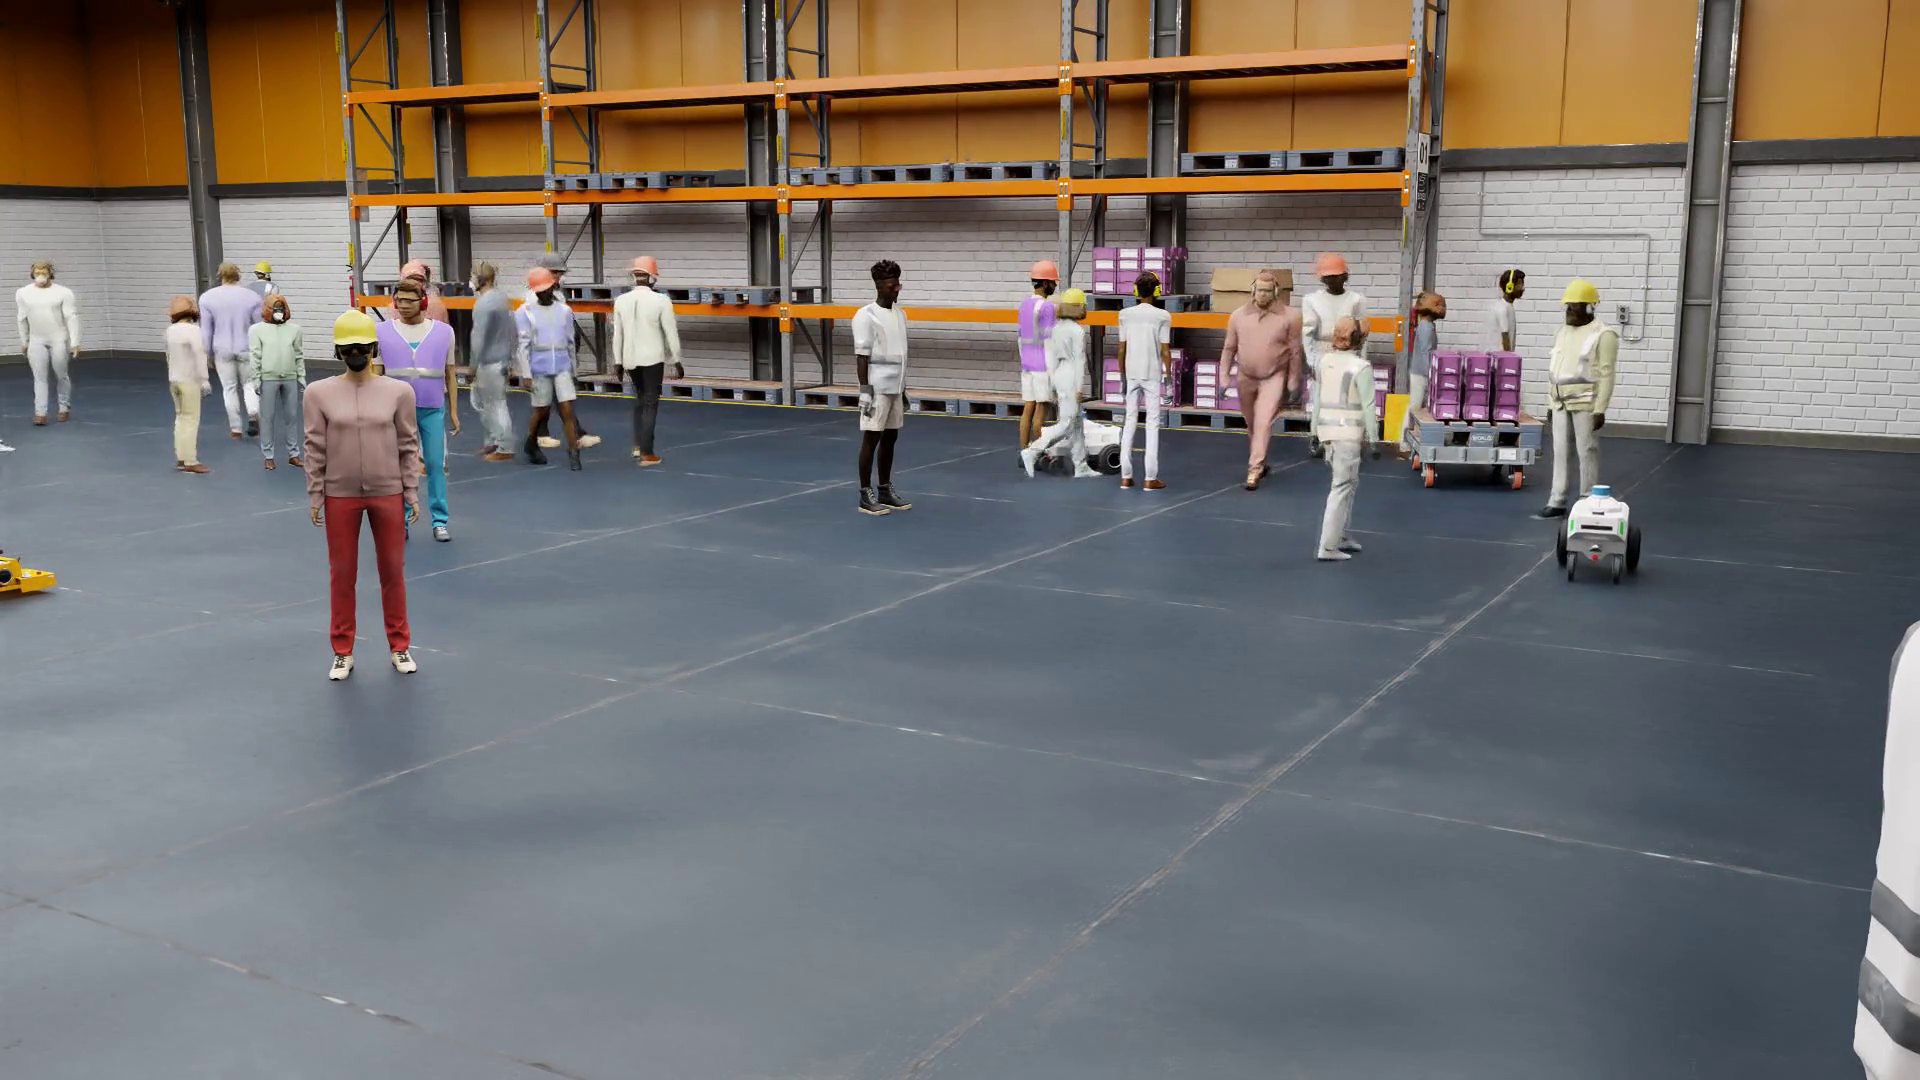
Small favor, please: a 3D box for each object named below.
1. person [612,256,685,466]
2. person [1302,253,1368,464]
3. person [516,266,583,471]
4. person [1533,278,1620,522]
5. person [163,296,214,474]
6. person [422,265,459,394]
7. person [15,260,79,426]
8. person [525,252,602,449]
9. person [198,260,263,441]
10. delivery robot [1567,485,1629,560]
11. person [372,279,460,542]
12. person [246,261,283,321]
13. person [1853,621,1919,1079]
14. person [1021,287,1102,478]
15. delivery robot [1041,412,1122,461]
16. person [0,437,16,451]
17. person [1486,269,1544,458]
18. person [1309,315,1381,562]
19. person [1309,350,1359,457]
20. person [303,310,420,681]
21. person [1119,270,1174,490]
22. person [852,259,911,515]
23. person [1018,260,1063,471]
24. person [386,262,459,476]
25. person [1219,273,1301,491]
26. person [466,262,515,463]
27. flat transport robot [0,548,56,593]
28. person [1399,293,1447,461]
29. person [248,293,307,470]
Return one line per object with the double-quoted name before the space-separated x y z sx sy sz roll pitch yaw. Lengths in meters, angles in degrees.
"person" -2.947 -1.703 15.845 0.641 1.971 0.644 5 11 24
"person" 3.494 -1.656 15.503 0.611 1.987 1.045 2 10 11
"person" -3.855 -1.598 15.501 0.564 1.901 0.820 -6 12 -30
"person" 4.588 -1.023 12.386 0.404 1.828 0.598 -5 11 -24
"person" -7.085 -1.417 15.242 0.560 1.617 0.364 6 12 31
"person" -7.420 -2.920 23.204 0.924 1.800 0.665 8 13 39
"person" -10.625 -2.294 19.393 0.652 1.903 0.855 -3 10 -16
"person" -4.036 -1.937 16.962 0.922 2.000 0.699 1 10 5
"person" -7.721 -2.002 17.685 0.628 1.926 0.477 -6 12 -31
"delivery robot" 4.039 -0.102 10.512 0.477 0.478 0.707 4 11 23
"person" -3.796 -0.894 11.618 0.572 1.840 0.373 -4 11 -20
"person" -10.823 -3.427 25.987 0.590 1.833 0.404 2 10 13
"person" 1.396 0.746 2.219 0.355 1.883 0.574 2 10 9
"person" 0.904 -1.380 14.744 0.770 1.712 0.490 -4 11 -23
"delivery robot" 1.106 -0.930 15.200 0.707 0.478 0.477 -3 11 -17
"person" -10.012 -1.755 16.810 0.797 1.742 0.530 0 10 1
"person" 5.334 -1.669 16.024 0.809 1.839 0.518 5 11 26
"person" 2.595 -0.666 10.961 0.605 1.614 0.539 -5 11 -25
"person" 3.671 -1.645 16.431 0.519 1.651 0.859 3 10 15
"person" -2.857 -0.214 7.983 0.525 1.769 0.310 -4 11 -22
"person" 1.582 -1.352 14.165 0.509 1.864 0.333 6 12 31
"person" -0.589 -1.185 12.916 0.363 1.963 0.612 6 12 32
"person" 0.757 -1.612 15.415 0.376 1.935 0.550 -5 11 -25
"person" -4.921 -1.564 15.217 0.910 1.920 0.645 7 12 34
"person" 2.599 -1.389 14.450 0.663 1.849 1.048 4 11 24
"person" -4.542 -1.679 15.861 0.595 1.921 0.630 -1 10 -4
"flat transport robot" -6.062 0.262 9.518 0.652 0.197 1.431 6 12 29
"person" 4.560 -1.569 16.080 0.580 1.613 0.584 3 11 19
"person" -6.353 -1.478 15.520 0.497 1.633 0.288 -9 13 -41
